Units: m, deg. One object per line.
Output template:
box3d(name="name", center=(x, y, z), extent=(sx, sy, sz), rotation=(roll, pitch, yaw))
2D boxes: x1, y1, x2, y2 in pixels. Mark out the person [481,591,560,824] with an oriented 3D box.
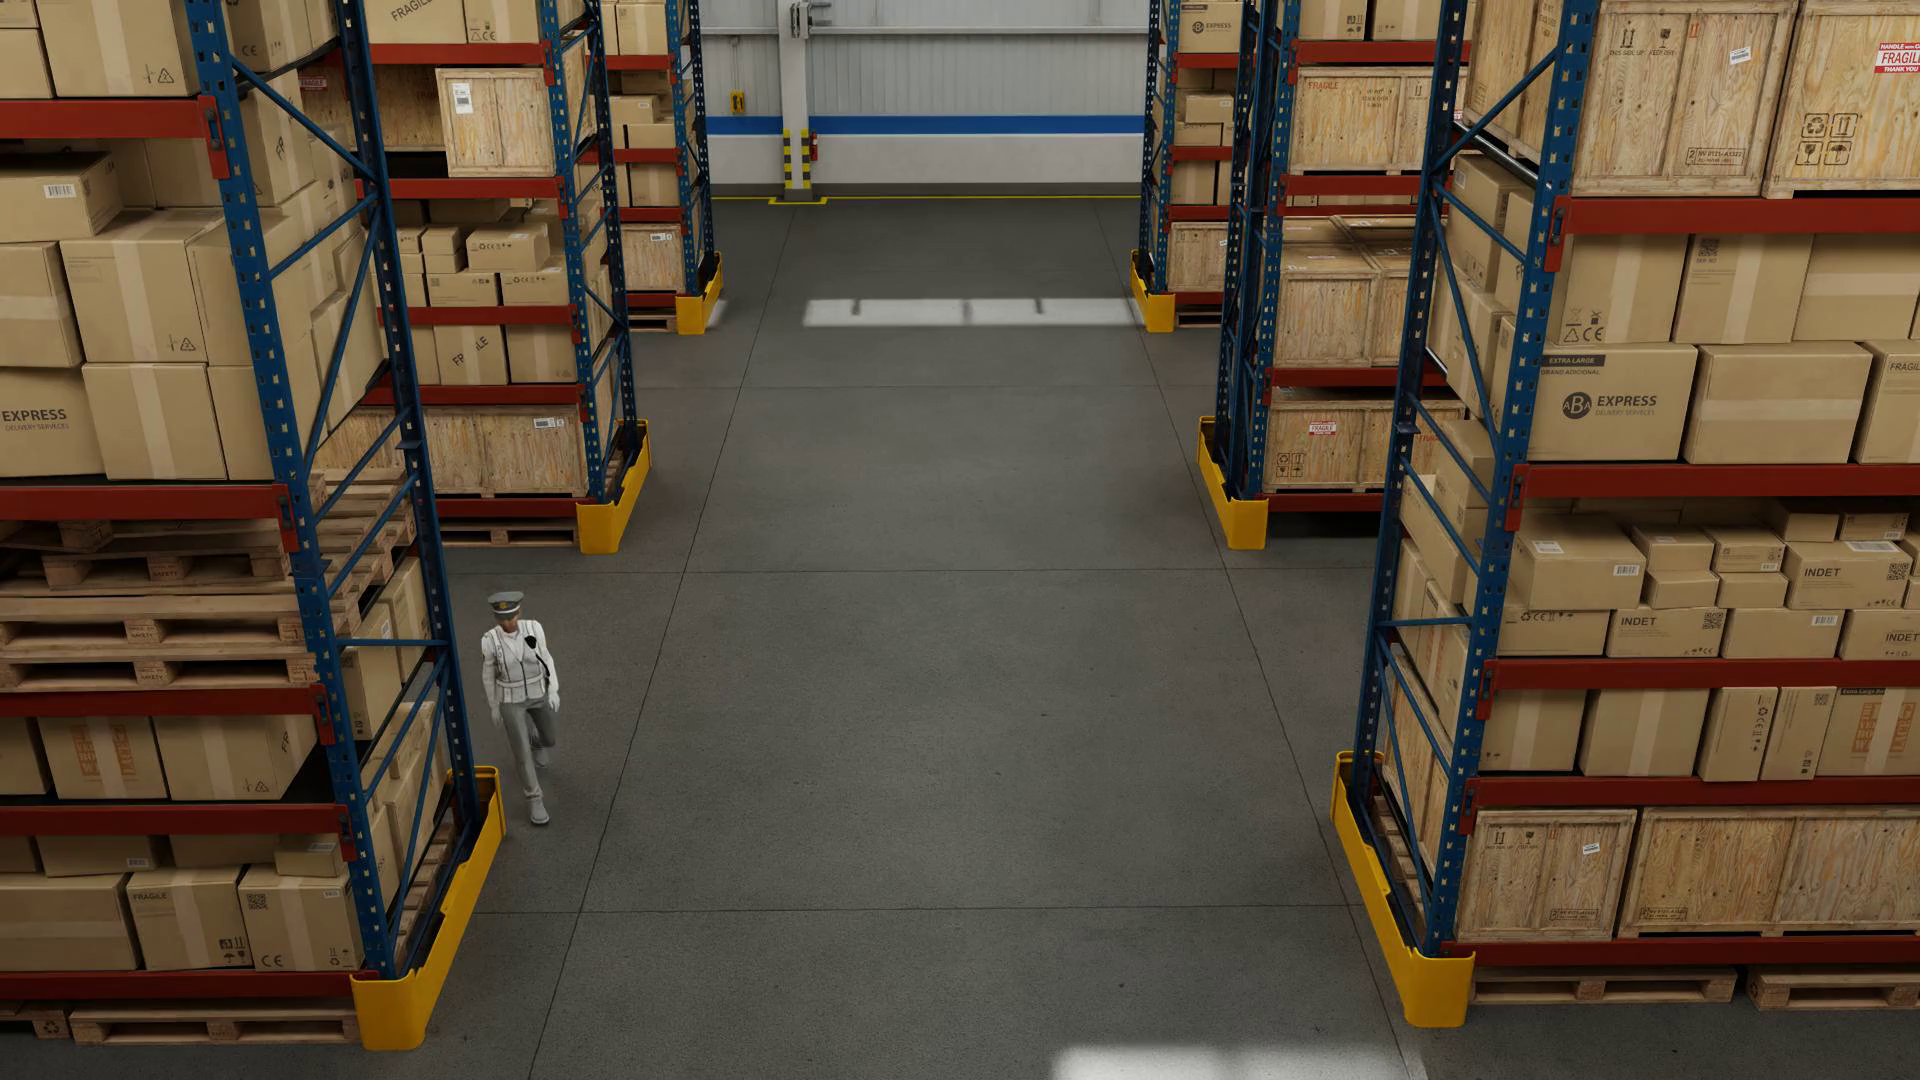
box3d(name="person", center=(-3.067, 1.093, 11.640), extent=(0.497, 1.656, 0.781), rotation=(-14, 29, -28))
